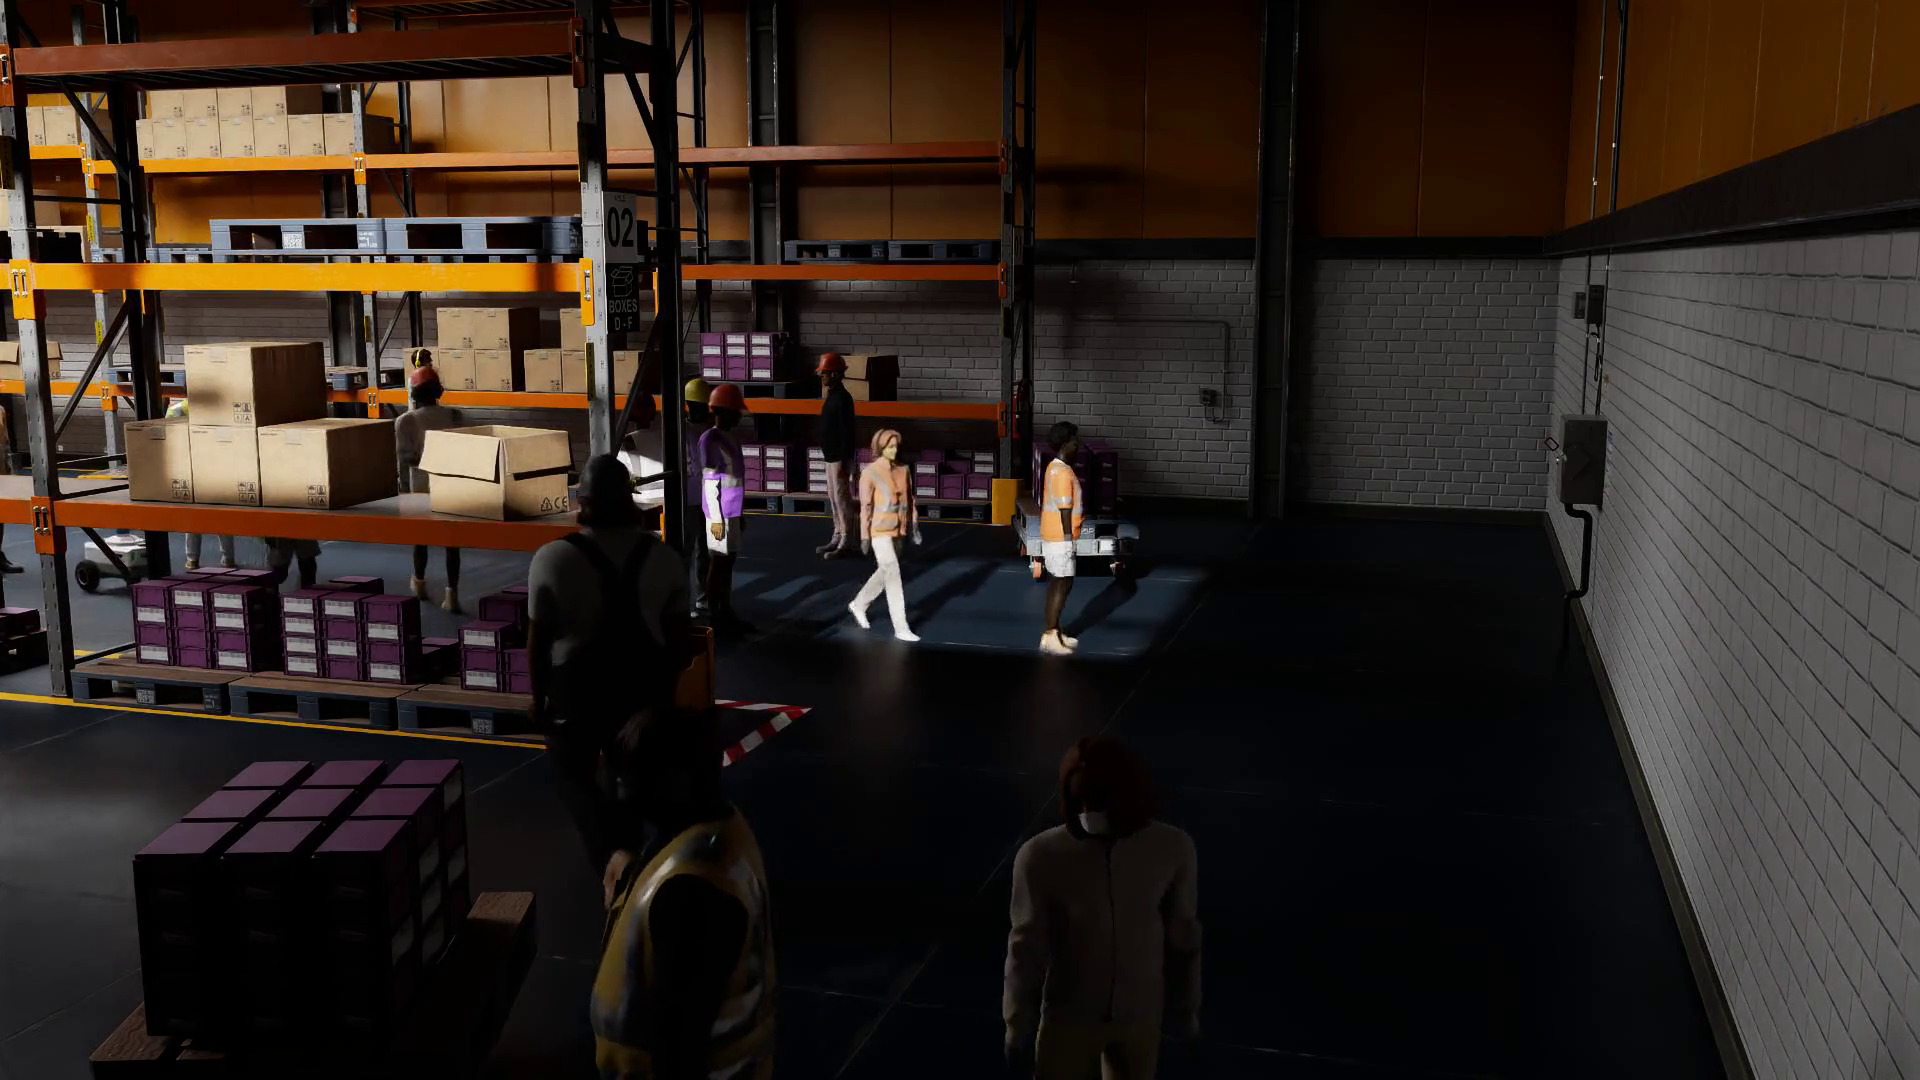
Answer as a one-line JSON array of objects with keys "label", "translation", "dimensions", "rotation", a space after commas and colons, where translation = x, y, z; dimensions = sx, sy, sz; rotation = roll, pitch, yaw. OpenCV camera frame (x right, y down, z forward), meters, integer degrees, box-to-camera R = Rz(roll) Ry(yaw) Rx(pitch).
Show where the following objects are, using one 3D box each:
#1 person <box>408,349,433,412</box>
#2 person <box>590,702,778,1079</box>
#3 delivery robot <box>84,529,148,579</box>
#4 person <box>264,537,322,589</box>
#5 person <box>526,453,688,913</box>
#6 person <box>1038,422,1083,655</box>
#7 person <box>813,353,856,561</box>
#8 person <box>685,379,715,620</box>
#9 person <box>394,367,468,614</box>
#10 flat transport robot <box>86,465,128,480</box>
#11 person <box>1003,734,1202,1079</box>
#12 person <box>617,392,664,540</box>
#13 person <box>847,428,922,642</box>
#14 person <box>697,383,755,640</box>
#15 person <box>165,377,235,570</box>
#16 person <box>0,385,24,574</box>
[{"label": "person", "translation": [-6.212, -1.276, 19.273], "dimensions": [0.331, 1.874, 0.519], "rotation": [-1, 9, -6]}, {"label": "person", "translation": [-0.574, 1.271, 3.924], "dimensions": [0.760, 1.819, 0.631], "rotation": [-2, 9, -11]}, {"label": "delivery robot", "translation": [-7.250, 0.127, 14.434], "dimensions": [0.707, 0.478, 0.477], "rotation": [5, 11, 29]}, {"label": "person", "translation": [-5.077, -0.166, 12.389], "dimensions": [0.746, 1.915, 0.558], "rotation": [3, 10, 19]}, {"label": "person", "translation": [-1.525, 0.612, 7.248], "dimensions": [0.693, 2.000, 0.738], "rotation": [-6, 11, -33]}, {"label": "person", "translation": [0.721, -0.019, 12.159], "dimensions": [0.359, 1.694, 0.563], "rotation": [-1, 9, -6]}, {"label": "person", "translation": [-1.213, -0.796, 16.043], "dimensions": [0.418, 1.989, 0.631], "rotation": [-3, 10, -18]}, {"label": "person", "translation": [-2.097, -0.336, 13.372], "dimensions": [0.379, 1.923, 0.595], "rotation": [7, 12, 37]}, {"label": "person", "translation": [-4.358, -0.431, 13.754], "dimensions": [0.617, 1.985, 1.053], "rotation": [-5, 10, -26]}, {"label": "flat transport robot", "translation": [-10.602, -0.793, 21.193], "dimensions": [0.652, 0.197, 1.431], "rotation": [0, 9, 1]}, {"label": "person", "translation": [0.378, 1.288, 4.440], "dimensions": [0.532, 1.609, 0.355], "rotation": [-2, 9, -11]}, {"label": "person", "translation": [-2.369, -0.175, 12.525], "dimensions": [0.576, 1.882, 0.355], "rotation": [-9, 13, -44]}, {"label": "person", "translation": [-0.598, -0.062, 12.673], "dimensions": [0.792, 1.609, 0.534], "rotation": [7, 12, 36]}, {"label": "person", "translation": [-1.770, -0.221, 12.639], "dimensions": [0.355, 1.938, 0.544], "rotation": [2, 10, 12]}, {"label": "person", "translation": [-7.062, -0.638, 15.511], "dimensions": [0.628, 1.836, 0.430], "rotation": [-6, 11, -32]}, {"label": "person", "translation": [-8.776, -0.606, 15.033], "dimensions": [0.395, 1.929, 0.554], "rotation": [2, 9, 10]}]
